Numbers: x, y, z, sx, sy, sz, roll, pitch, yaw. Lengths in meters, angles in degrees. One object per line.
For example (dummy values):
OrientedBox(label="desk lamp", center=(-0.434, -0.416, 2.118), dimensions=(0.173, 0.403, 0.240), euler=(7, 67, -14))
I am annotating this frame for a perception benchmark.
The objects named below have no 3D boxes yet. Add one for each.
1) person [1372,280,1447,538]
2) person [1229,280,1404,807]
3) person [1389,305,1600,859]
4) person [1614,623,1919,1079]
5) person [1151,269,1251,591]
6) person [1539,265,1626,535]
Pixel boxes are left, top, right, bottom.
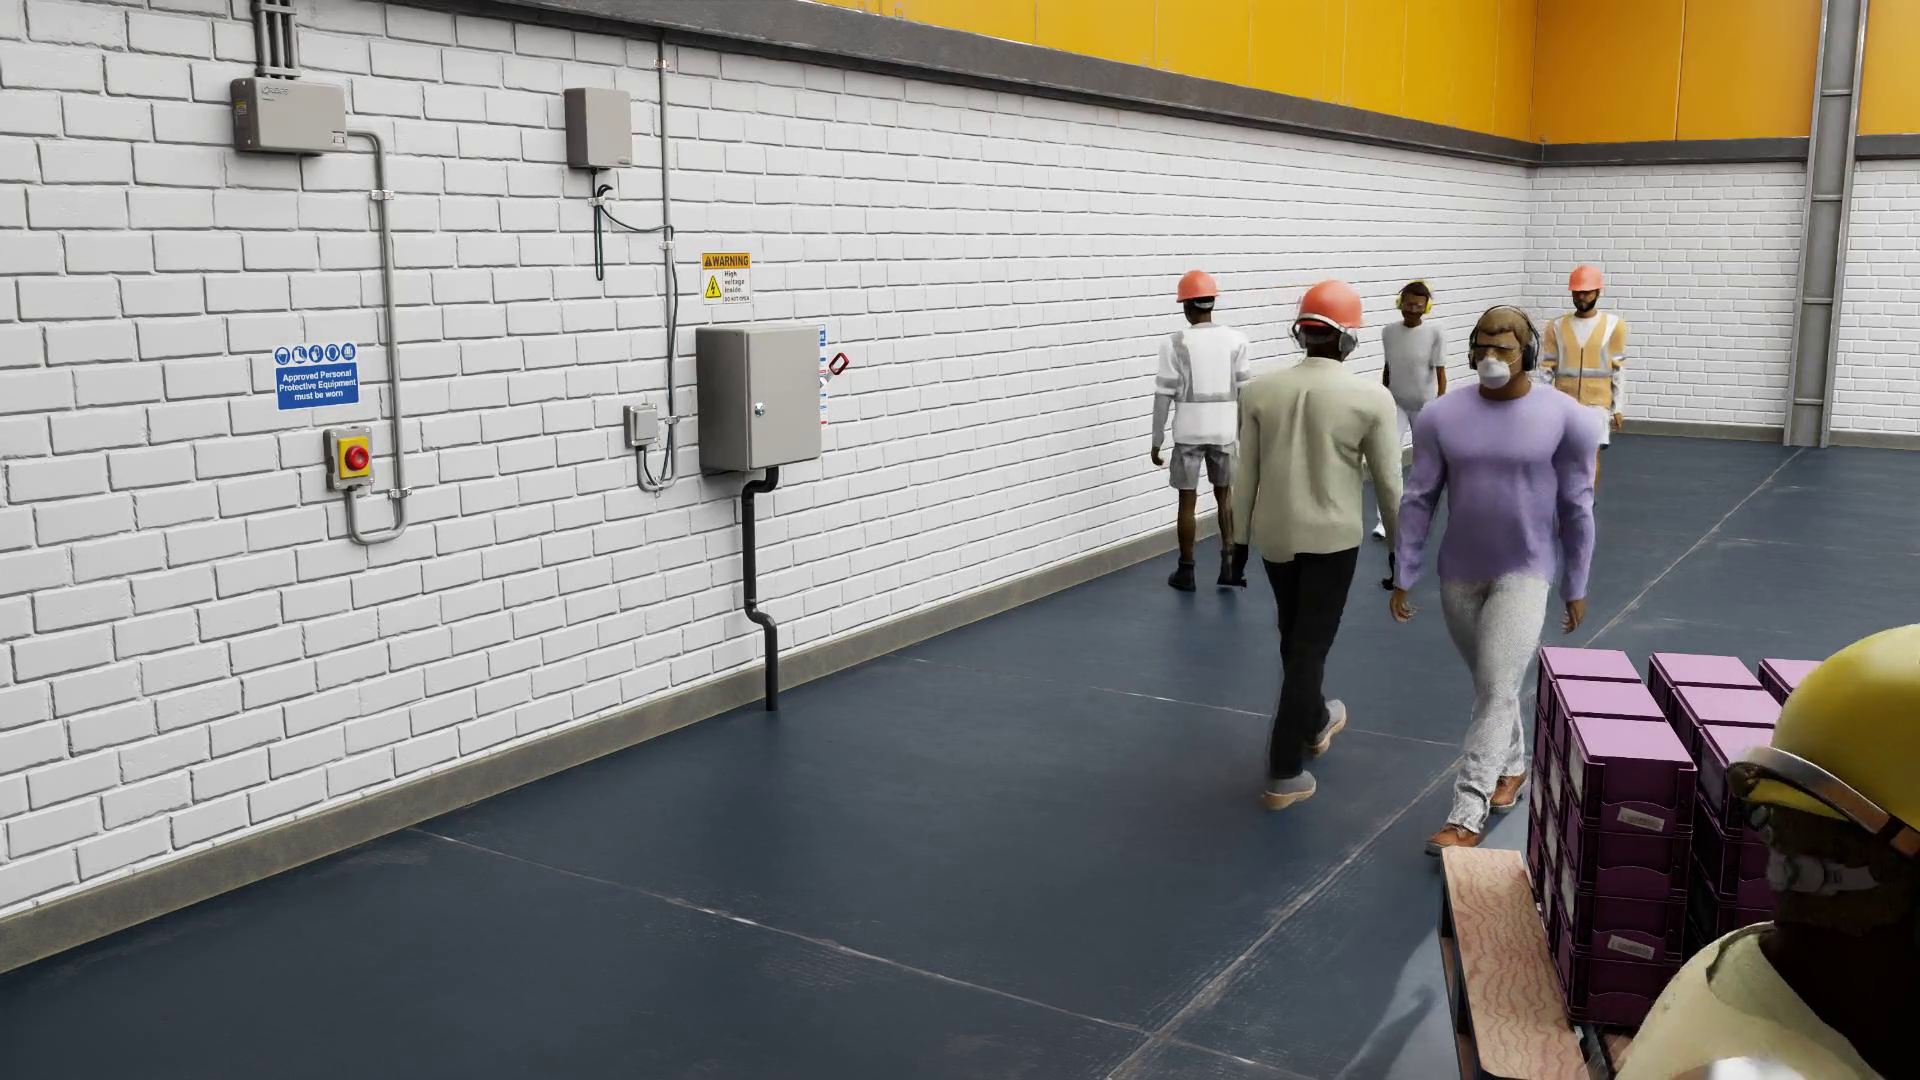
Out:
OrientedBox(label="person", center=(3.154, -0.905, 11.696), dimensions=(0.545, 1.820, 0.918), euler=(7, 12, 35))
OrientedBox(label="person", center=(1.411, -0.015, 6.417), dimensions=(0.645, 1.937, 1.008), euler=(8, 13, 36))
OrientedBox(label="person", center=(1.843, 0.128, 5.811), dimensions=(0.647, 1.878, 1.048), euler=(8, 13, 36))
OrientedBox(label="person", center=(0.644, 0.969, 1.364), dimensions=(0.407, 1.814, 0.733), euler=(7, 12, 33))
OrientedBox(label="person", center=(1.438, -0.640, 9.919), dimensions=(0.606, 1.925, 0.415), euler=(-2, 10, -8))
OrientedBox(label="person", center=(4.369, -0.966, 11.731), dimensions=(0.568, 1.922, 0.523), euler=(5, 11, 27))
